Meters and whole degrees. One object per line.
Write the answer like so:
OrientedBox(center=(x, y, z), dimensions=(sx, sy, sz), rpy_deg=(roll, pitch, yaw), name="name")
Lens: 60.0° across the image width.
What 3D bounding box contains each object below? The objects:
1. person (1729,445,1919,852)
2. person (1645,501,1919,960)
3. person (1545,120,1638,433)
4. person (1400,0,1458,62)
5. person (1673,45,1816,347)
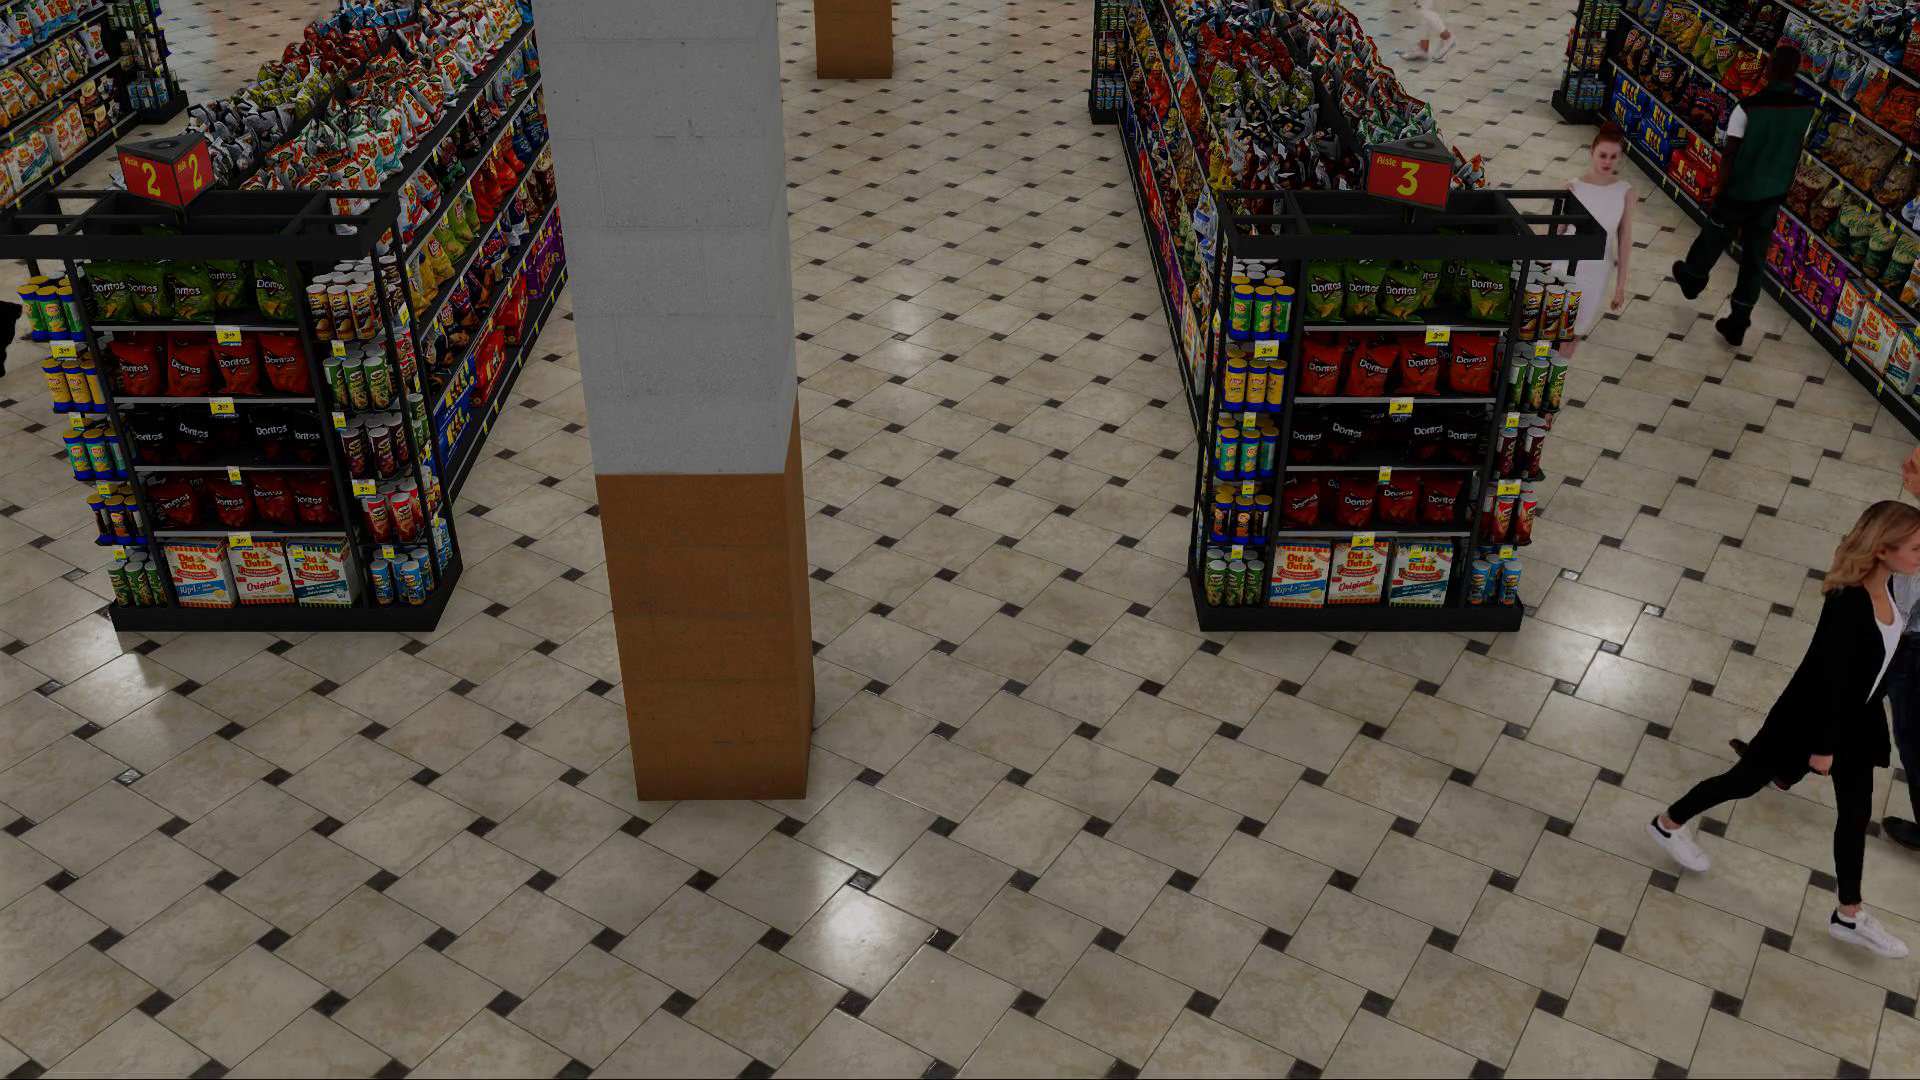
OrientedBox(center=(3.670, 0.442, 6.245), dimensions=(1.147, 1.762, 1.192), rpy_deg=(-24, 39, -33), name="person")
OrientedBox(center=(2.966, 0.633, 5.950), dimensions=(1.151, 1.749, 1.235), rpy_deg=(-27, 41, -36), name="person")
OrientedBox(center=(3.469, -1.487, 9.331), dimensions=(0.604, 1.777, 0.691), rpy_deg=(3, 32, 5), name="person")
OrientedBox(center=(4.523, -5.314, 15.570), dimensions=(0.709, 1.685, 0.665), rpy_deg=(-2, 32, -4), name="person")
OrientedBox(center=(4.916, -2.072, 10.260), dimensions=(0.693, 1.790, 1.130), rpy_deg=(0, 32, 0), name="person")
